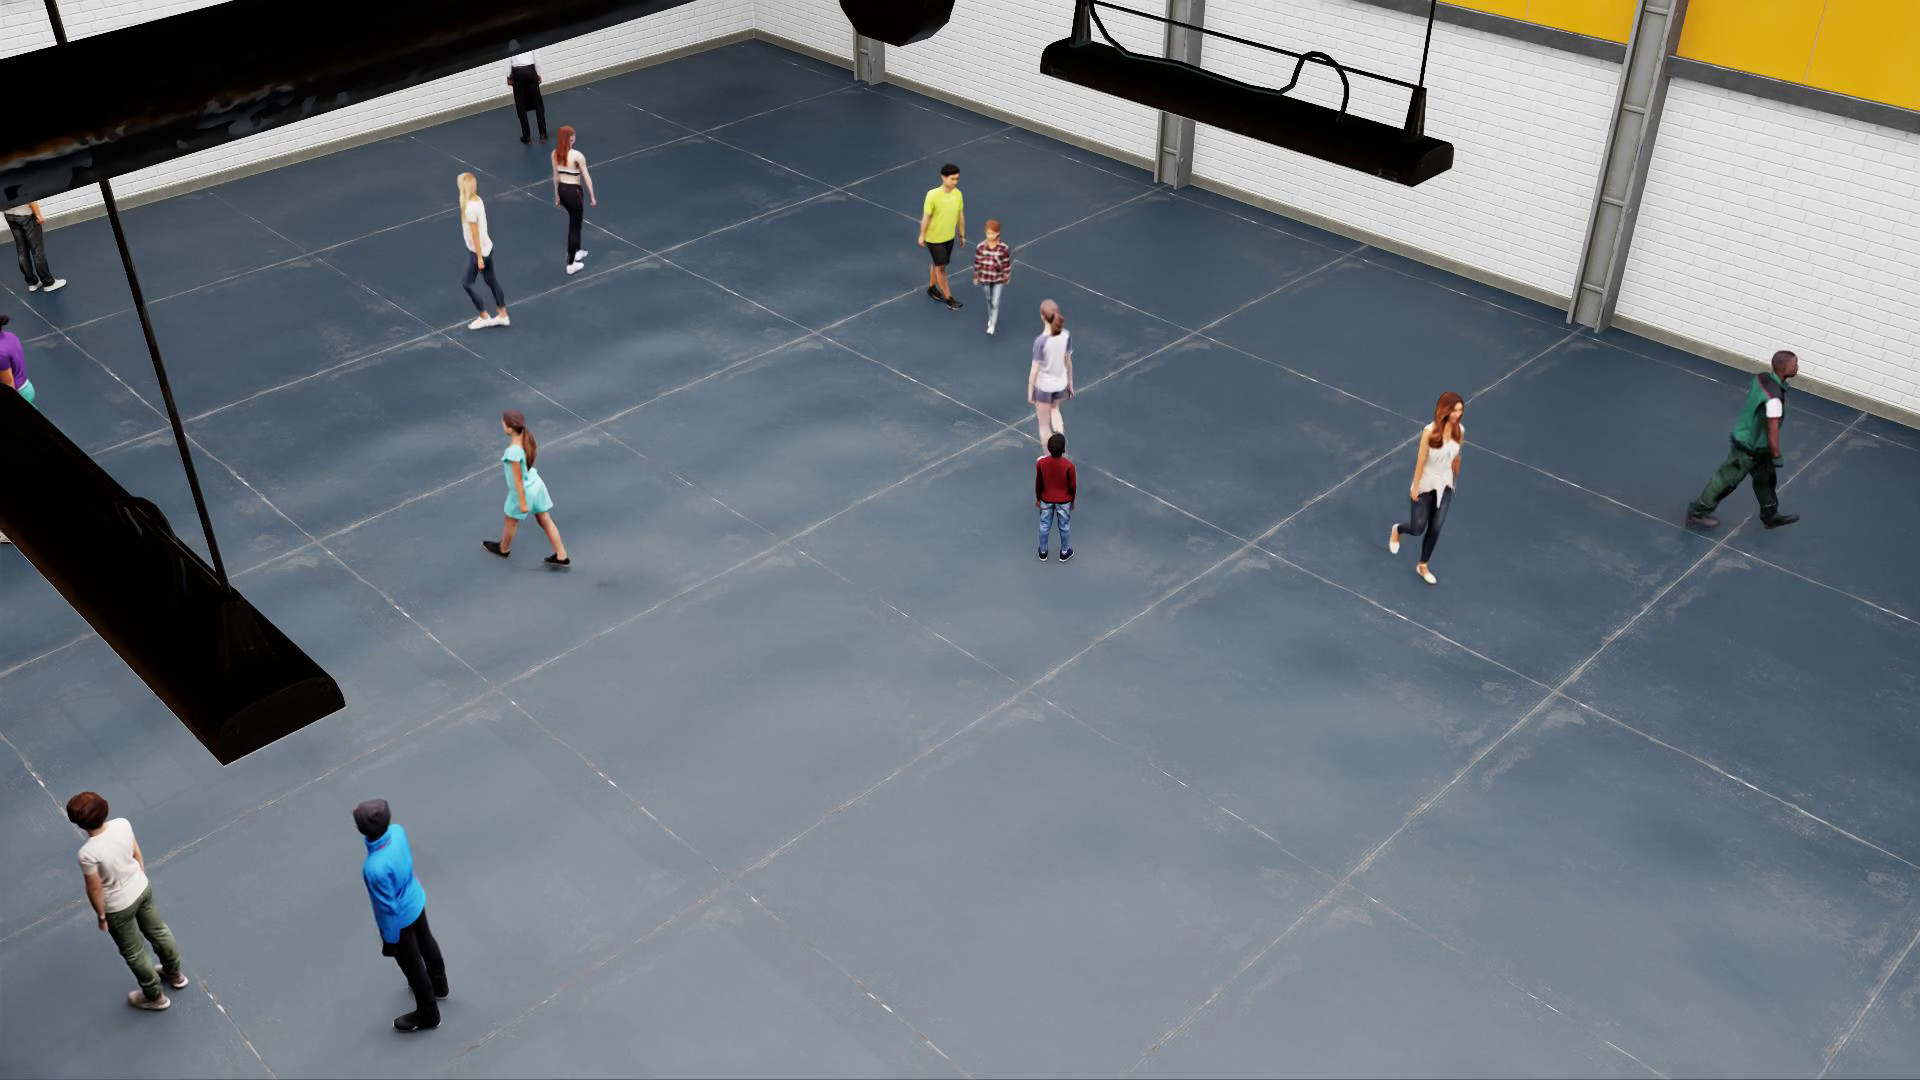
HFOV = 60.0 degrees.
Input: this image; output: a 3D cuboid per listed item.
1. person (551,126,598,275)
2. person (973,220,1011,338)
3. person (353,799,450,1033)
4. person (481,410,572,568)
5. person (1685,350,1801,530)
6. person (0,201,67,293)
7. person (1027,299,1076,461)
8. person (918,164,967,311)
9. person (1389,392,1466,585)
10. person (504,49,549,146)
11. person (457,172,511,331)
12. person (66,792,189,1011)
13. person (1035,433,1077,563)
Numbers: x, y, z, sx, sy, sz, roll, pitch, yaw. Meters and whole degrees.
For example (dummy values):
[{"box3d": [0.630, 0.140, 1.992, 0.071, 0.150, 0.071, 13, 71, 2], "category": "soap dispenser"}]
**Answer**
[{"box3d": [-4.593, -3.944, 19.443, 0.780, 1.723, 0.774, 17, 37, 23], "category": "person"}, {"box3d": [0.363, -2.919, 18.305, 0.899, 1.276, 0.874, 7, 34, 11], "category": "person"}, {"box3d": [-3.363, 2.251, 10.060, 0.752, 1.792, 0.698, 1, 34, 1], "category": "person"}, {"box3d": [-3.660, -0.400, 14.301, 1.114, 1.513, 0.894, 9, 35, 13], "category": "person"}, {"box3d": [6.913, -0.830, 14.710, 1.289, 1.776, 1.071, 9, 35, 13], "category": "person"}, {"box3d": [-10.756, -3.720, 19.026, 0.667, 1.810, 0.792, 7, 34, 11], "category": "person"}, {"box3d": [0.894, -1.408, 15.597, 0.670, 1.756, 0.683, -18, 38, -25], "category": "person"}, {"box3d": [-0.272, -3.466, 18.771, 0.713, 1.670, 0.987, -22, 40, -30], "category": "person"}, {"box3d": [3.983, -0.486, 14.199, 0.818, 1.769, 0.951, -10, 35, -15], "category": "person"}, {"box3d": [-6.044, -6.418, 23.064, 0.716, 1.835, 0.691, -11, 35, -17], "category": "person"}, {"box3d": [-5.144, -3.137, 18.161, 0.850, 1.798, 0.786, -2, 34, -3], "category": "person"}, {"box3d": [-5.141, 2.211, 10.247, 0.658, 1.652, 0.640, 9, 35, 13], "category": "person"}, {"box3d": [0.831, -0.374, 14.494, 0.558, 1.256, 0.643, 6, 34, 9], "category": "person"}]
